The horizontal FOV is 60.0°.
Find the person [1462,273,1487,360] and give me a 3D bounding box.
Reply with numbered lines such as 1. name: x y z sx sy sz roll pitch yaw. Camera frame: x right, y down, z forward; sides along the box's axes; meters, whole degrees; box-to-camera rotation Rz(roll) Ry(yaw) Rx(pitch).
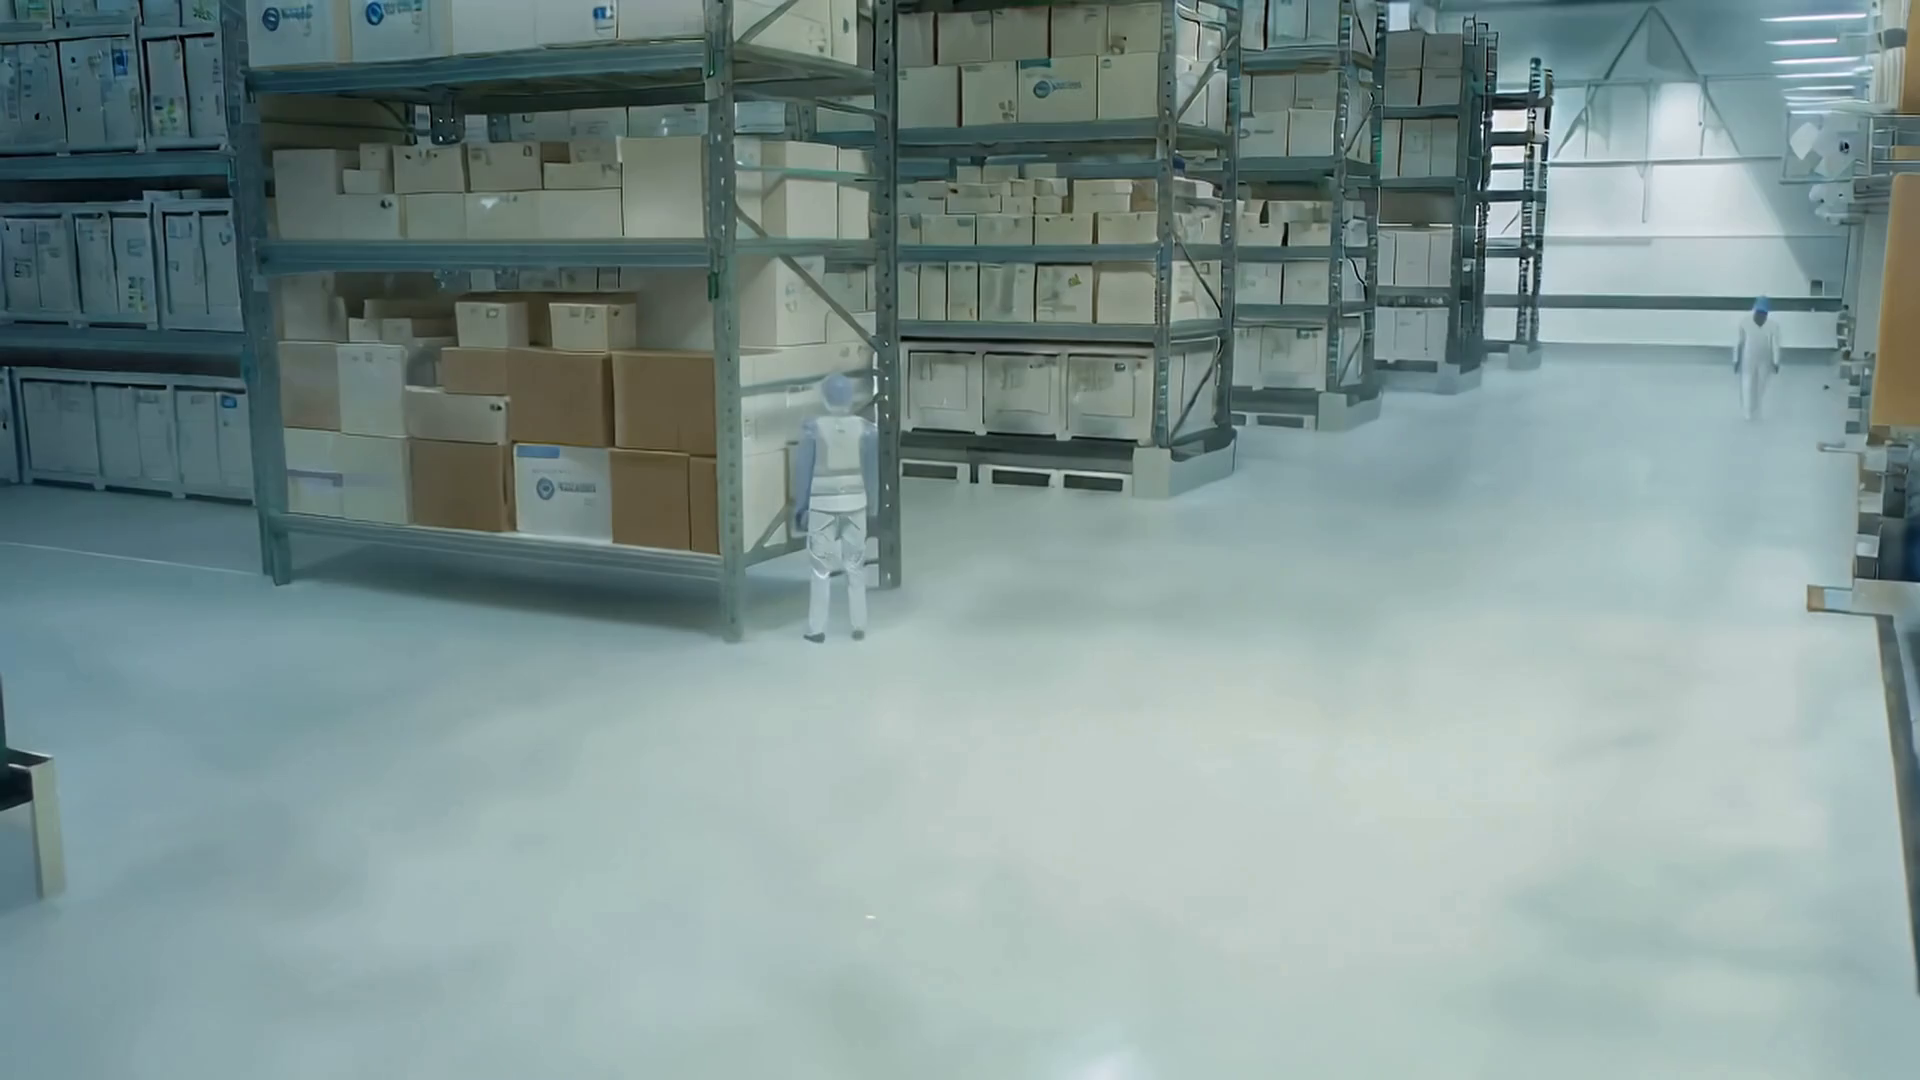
1. person: 11.083 -4.855 36.208 0.957 1.888 0.571 6 11 31

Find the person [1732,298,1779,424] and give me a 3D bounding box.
1. person: 10.983 -2.486 23.023 0.580 1.717 0.720 1 10 3

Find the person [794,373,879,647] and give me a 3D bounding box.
1. person: -0.727 -0.177 9.896 0.525 1.631 0.314 -4 11 -24
